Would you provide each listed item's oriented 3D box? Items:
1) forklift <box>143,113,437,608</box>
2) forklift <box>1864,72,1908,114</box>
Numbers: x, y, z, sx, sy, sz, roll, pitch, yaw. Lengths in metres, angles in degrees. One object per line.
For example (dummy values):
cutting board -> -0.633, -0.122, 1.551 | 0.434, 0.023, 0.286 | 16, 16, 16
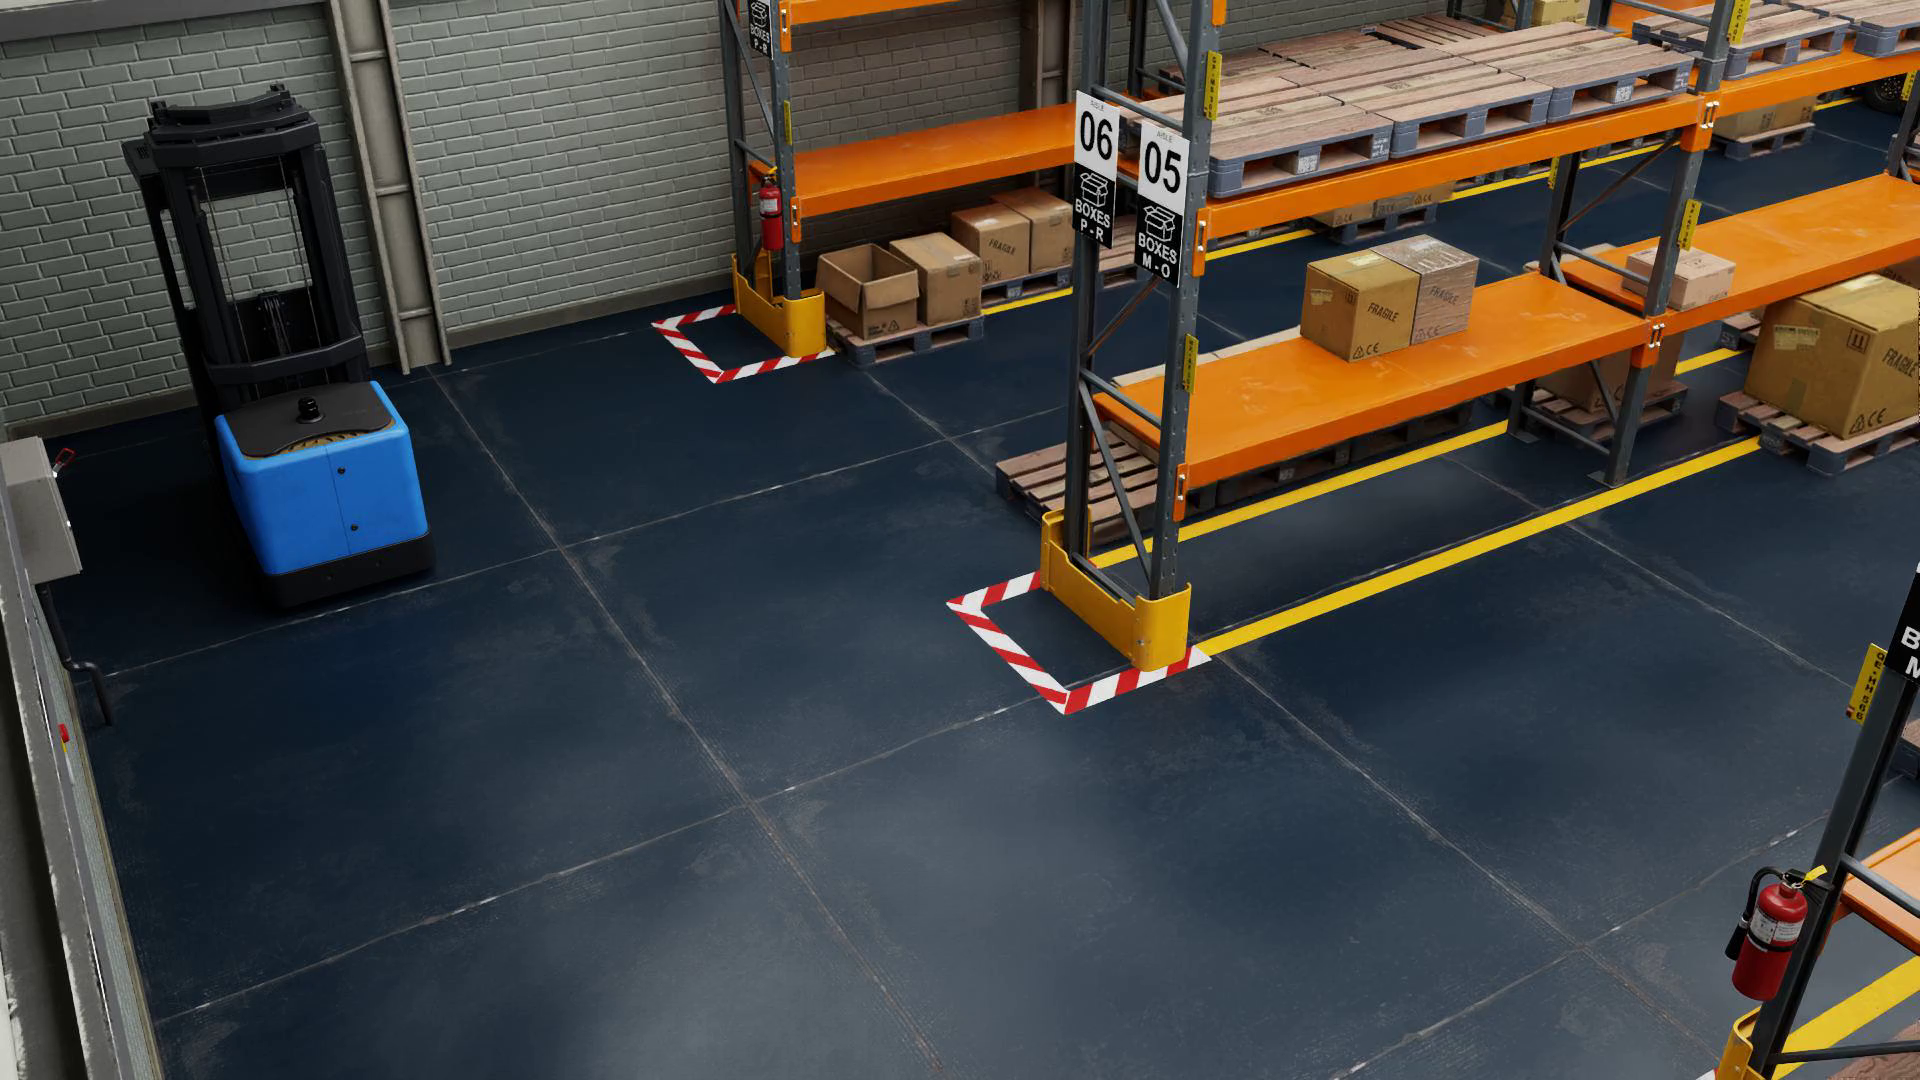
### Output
forklift -> -4.289, -1.259, 10.509 | 1.129, 2.768, 1.873 | -17, 36, -26
forklift -> 11.468, -5.645, 18.244 | 1.214, 2.155, 2.313 | -17, 36, -26
